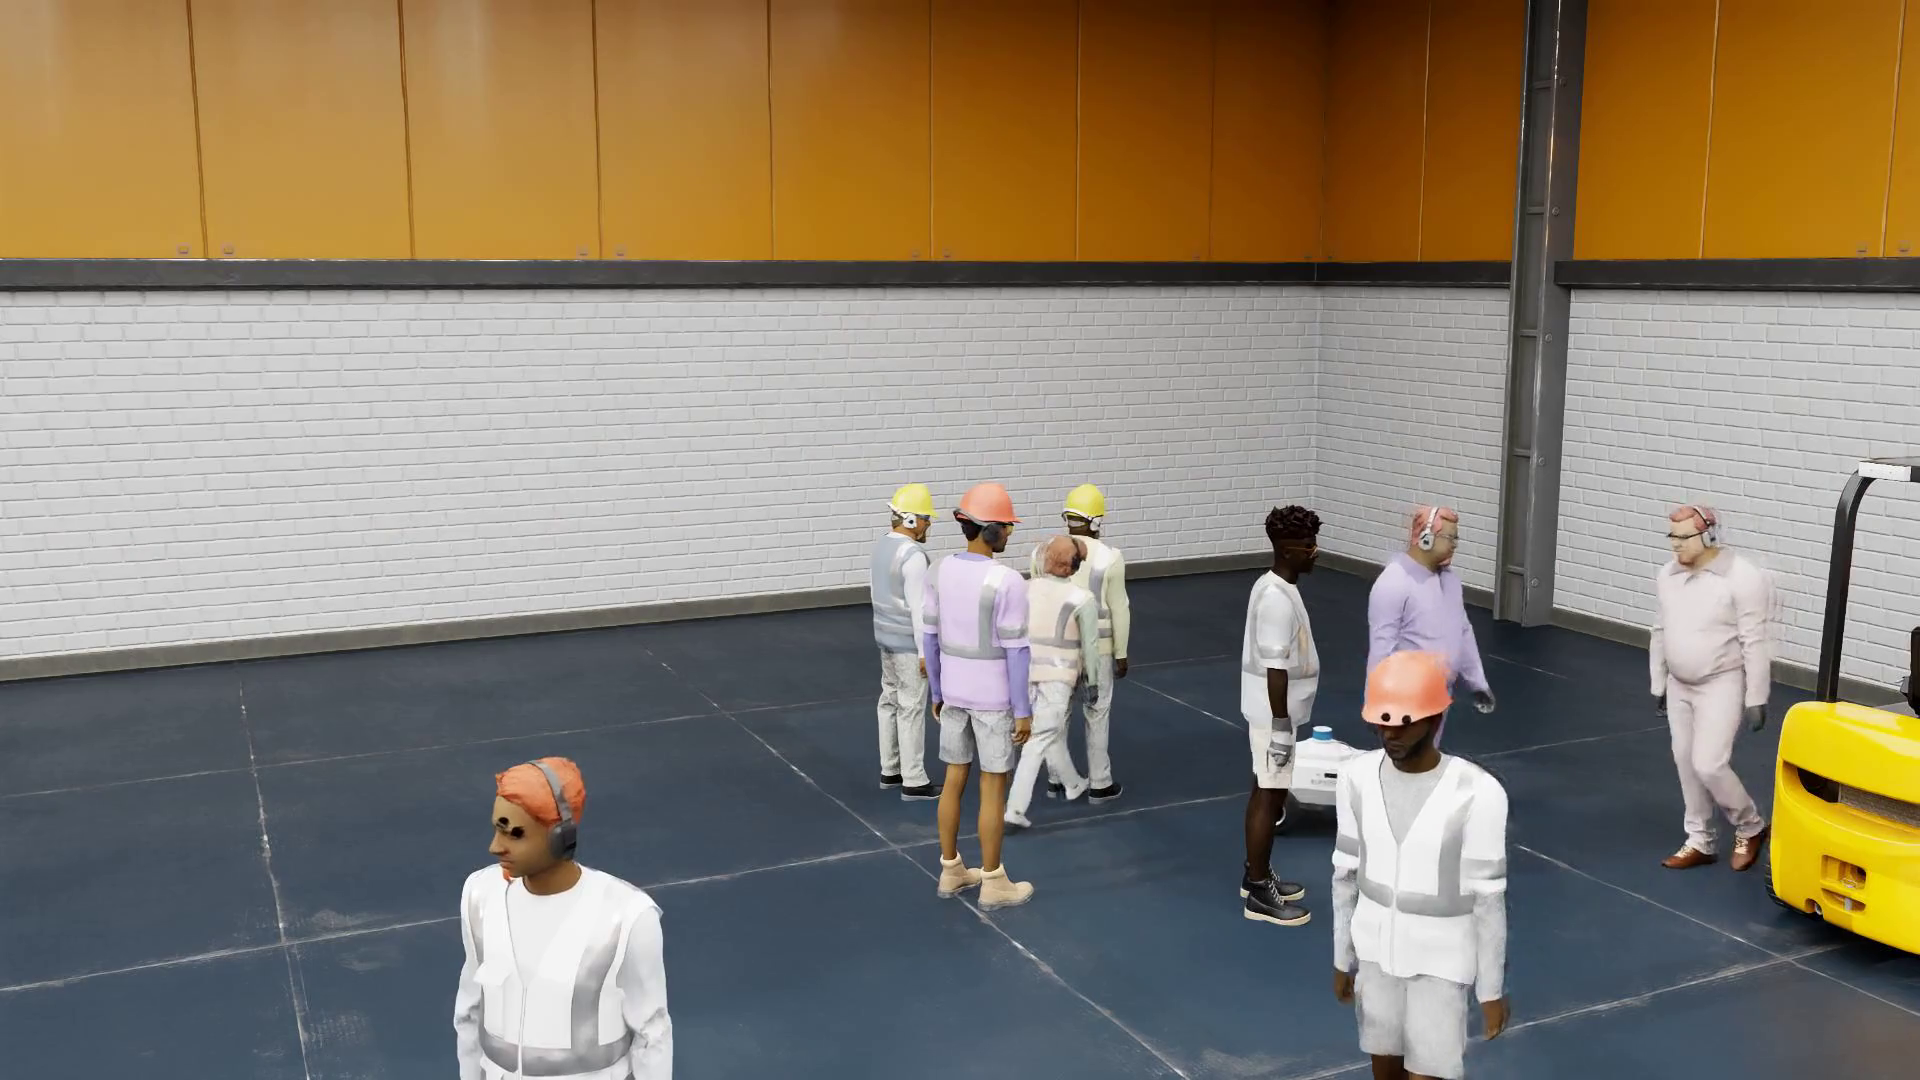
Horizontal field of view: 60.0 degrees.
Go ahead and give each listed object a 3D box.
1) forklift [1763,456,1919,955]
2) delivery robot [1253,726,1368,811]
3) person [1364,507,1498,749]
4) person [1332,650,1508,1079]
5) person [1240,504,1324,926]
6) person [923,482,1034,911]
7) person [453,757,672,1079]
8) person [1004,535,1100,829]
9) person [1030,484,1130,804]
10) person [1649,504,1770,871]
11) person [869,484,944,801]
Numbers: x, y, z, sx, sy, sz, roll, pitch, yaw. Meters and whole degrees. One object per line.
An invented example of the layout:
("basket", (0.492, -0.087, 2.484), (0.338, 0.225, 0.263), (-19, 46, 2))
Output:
("forklift", (4.857, 0.731, 7.561), (2.313, 2.155, 1.214), (-4, 10, -25))
("delivery robot", (1.969, 1.260, 9.059), (0.707, 0.478, 0.477), (3, 10, 17))
("person", (2.312, 0.765, 8.347), (0.659, 1.880, 0.668), (9, 13, 44))
("person", (1.375, 1.271, 5.052), (0.578, 1.920, 0.433), (8, 12, 41))
("person", (1.502, 0.801, 7.825), (0.362, 1.963, 0.614), (1, 9, 8))
("person", (0.108, 0.739, 7.983), (0.613, 2.039, 0.393), (8, 12, 42))
("person", (-0.988, 1.443, 4.103), (0.584, 1.881, 0.339), (4, 10, 21))
("person", (0.494, 0.771, 9.196), (0.539, 1.586, 0.918), (8, 12, 42))
("person", (0.698, 0.592, 9.544), (0.600, 1.829, 0.404), (5, 10, 27))
("person", (3.763, 0.756, 8.411), (0.462, 1.875, 0.690), (-4, 10, -21))
("person", (-0.293, 0.585, 9.616), (0.403, 1.823, 0.586), (-5, 10, -28))
